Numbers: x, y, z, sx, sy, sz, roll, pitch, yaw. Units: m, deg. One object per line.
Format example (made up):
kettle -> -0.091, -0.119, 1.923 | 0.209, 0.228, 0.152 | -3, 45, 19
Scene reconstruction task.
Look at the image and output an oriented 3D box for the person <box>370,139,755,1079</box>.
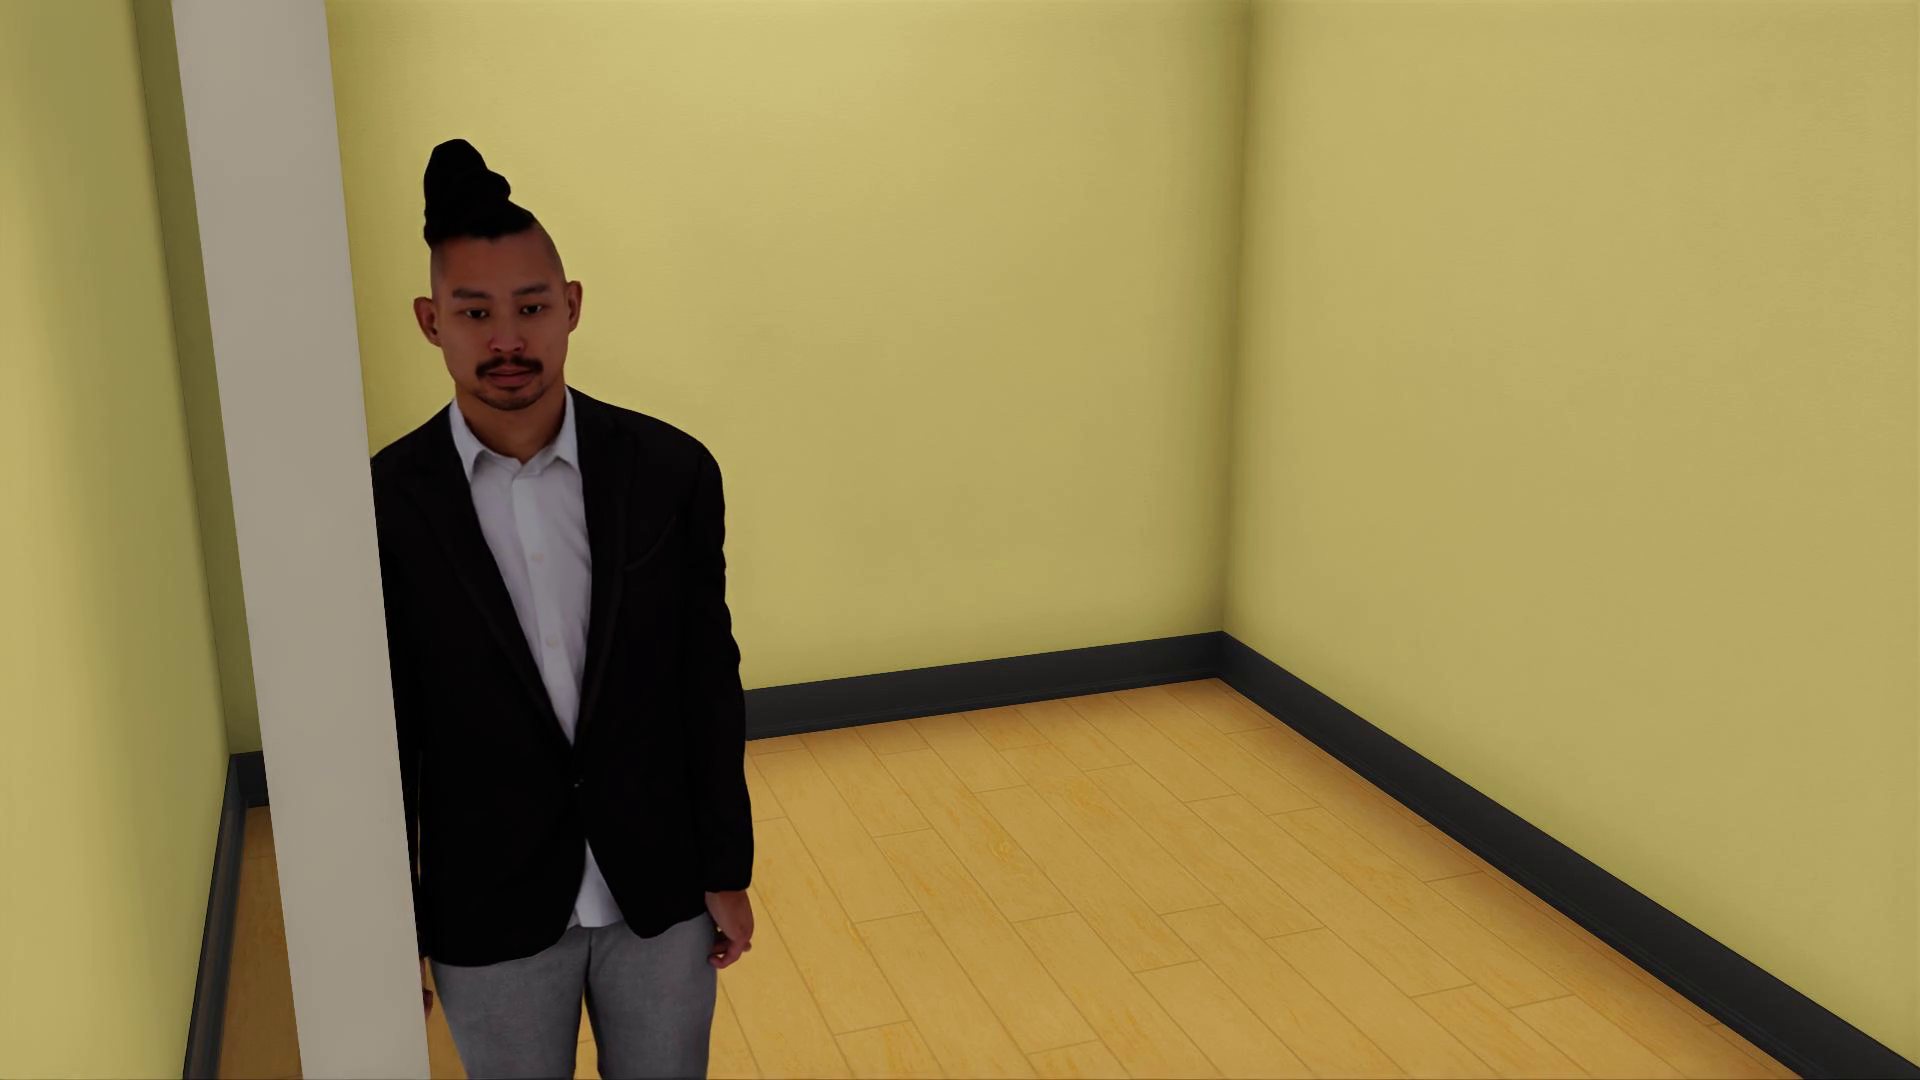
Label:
person -> -0.562, 0.434, 2.340 | 0.533, 1.952, 0.765 | -6, 17, -21
